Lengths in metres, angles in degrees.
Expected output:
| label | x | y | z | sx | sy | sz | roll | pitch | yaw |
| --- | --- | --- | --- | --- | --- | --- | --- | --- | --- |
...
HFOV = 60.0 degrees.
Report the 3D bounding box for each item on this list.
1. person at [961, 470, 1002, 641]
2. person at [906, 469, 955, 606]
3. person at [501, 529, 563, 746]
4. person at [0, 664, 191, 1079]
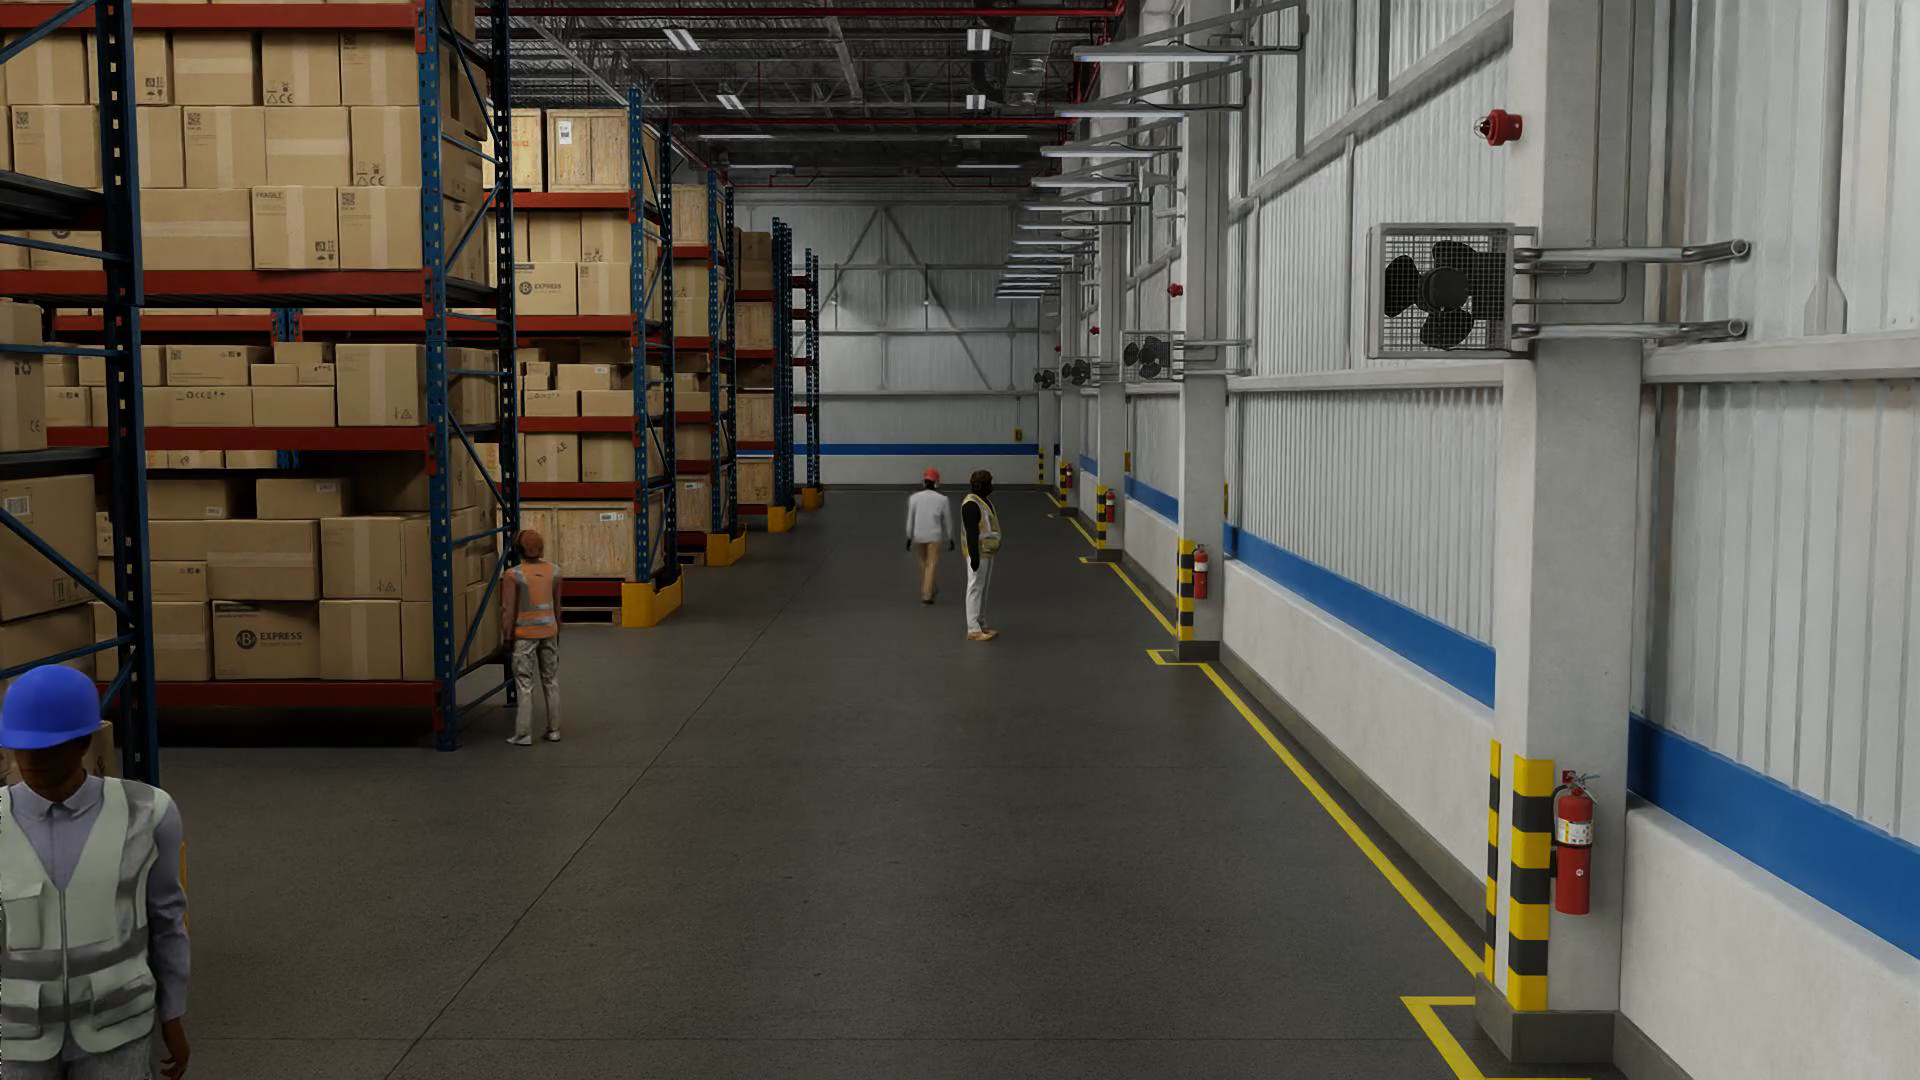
| label | x | y | z | sx | sy | sz | roll | pitch | yaw |
| --- | --- | --- | --- | --- | --- | --- | --- | --- | --- |
| person | 0.233 | 0.164 | 17.987 | 0.429 | 1.842 | 0.634 | 1 | 5 | 15 |
| person | -0.342 | -0.045 | 21.143 | 0.601 | 1.705 | 0.863 | 2 | 5 | 23 |
| person | -3.214 | 0.735 | 12.545 | 0.313 | 1.631 | 0.525 | 4 | 7 | 42 |
| person | -2.343 | 1.282 | 4.366 | 0.606 | 1.943 | 0.403 | -3 | 6 | -29 |
